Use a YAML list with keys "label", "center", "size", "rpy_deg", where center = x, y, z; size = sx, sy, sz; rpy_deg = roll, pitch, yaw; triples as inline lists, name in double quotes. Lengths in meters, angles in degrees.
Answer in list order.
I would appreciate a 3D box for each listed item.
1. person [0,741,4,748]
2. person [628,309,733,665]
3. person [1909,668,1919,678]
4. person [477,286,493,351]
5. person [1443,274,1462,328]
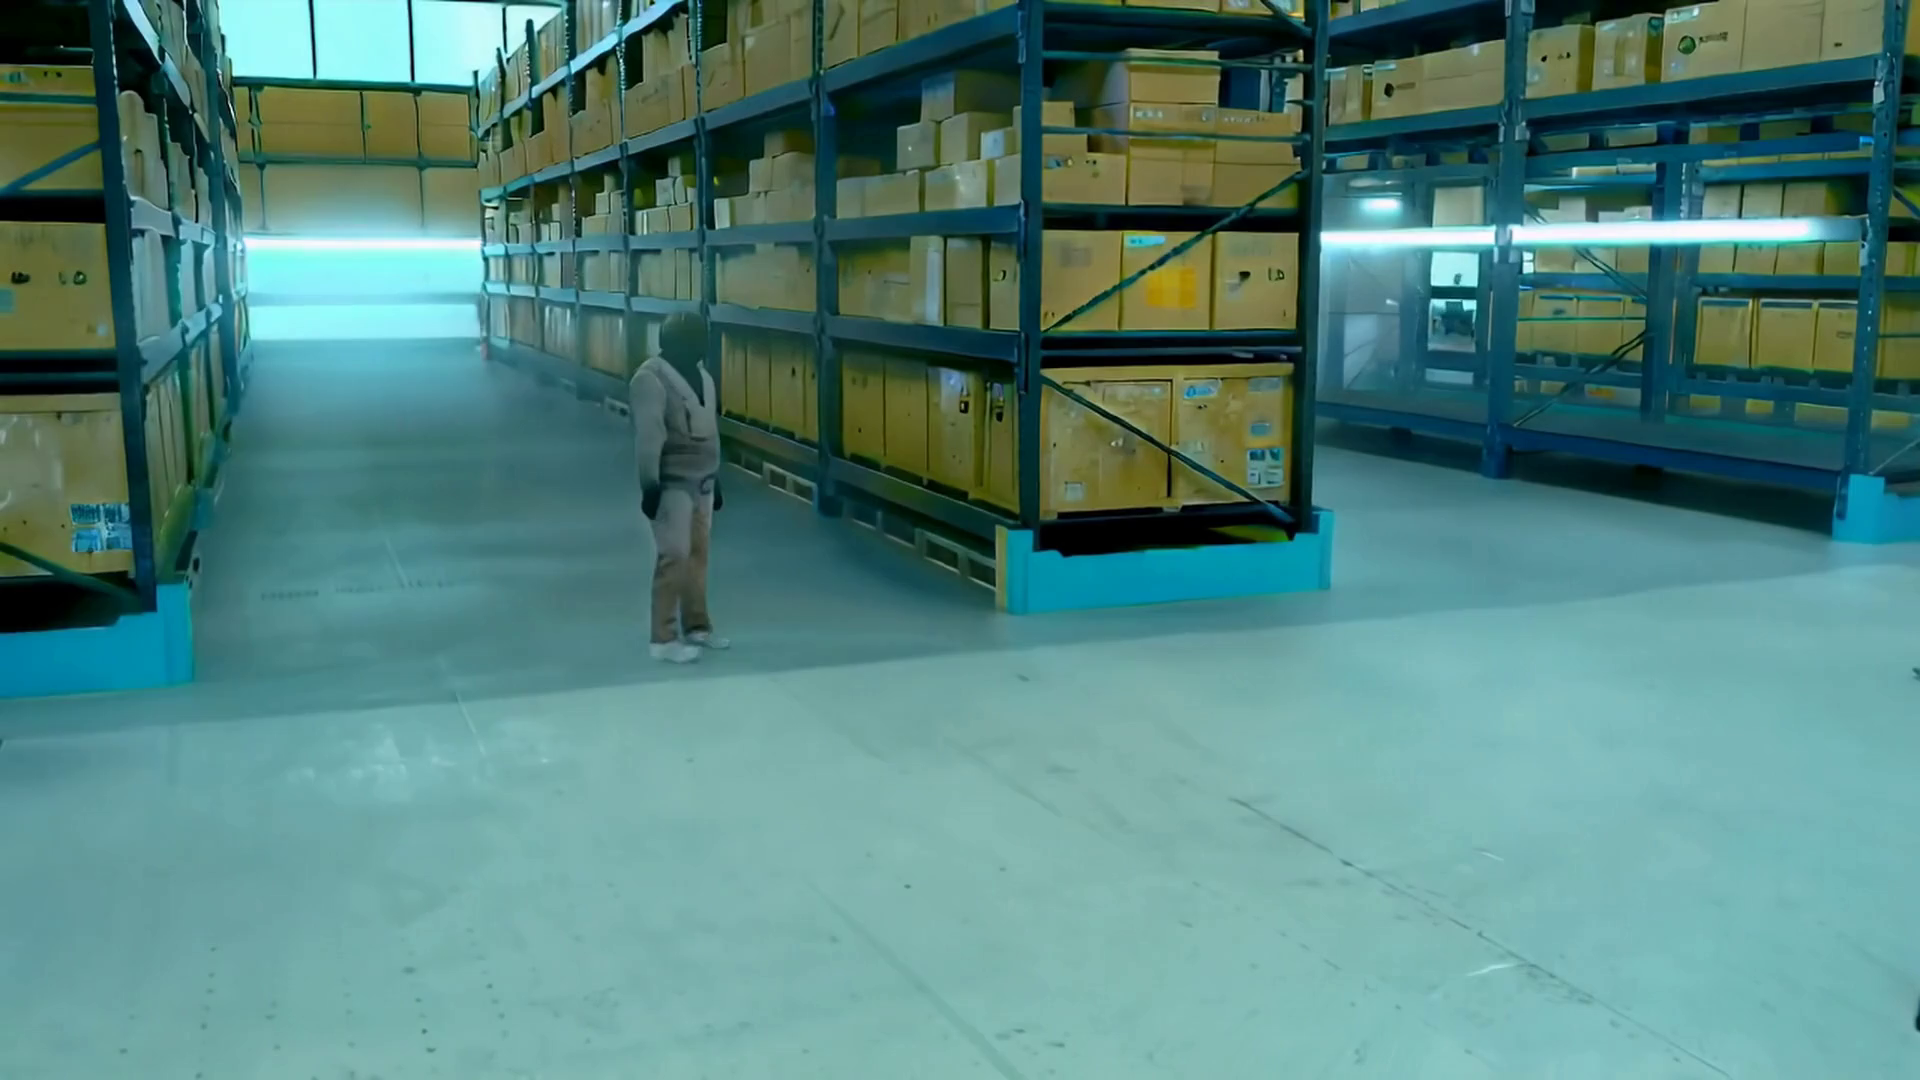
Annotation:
- label: "person"
  center: [-4.424, 0.124, 6.890]
  size: [0.636, 1.611, 0.518]
  rpy_deg: [-3, 10, -15]
- label: "person"
  center: [-1.454, -0.279, 8.696]
  size: [0.429, 1.837, 0.647]
  rpy_deg: [4, 10, 25]
- label: "person"
  center: [4.985, -0.205, 8.024]
  size: [0.408, 1.903, 0.638]
  rpy_deg: [-2, 10, -14]
- label: "person"
  center: [-11.111, -5.233, 39.075]
  size: [0.539, 1.648, 0.580]
  rpy_deg: [2, 10, 9]
- label: "person"
  center: [14.844, -7.130, 49.994]
  size: [0.457, 1.728, 0.576]
  rpy_deg: [-5, 11, -29]
